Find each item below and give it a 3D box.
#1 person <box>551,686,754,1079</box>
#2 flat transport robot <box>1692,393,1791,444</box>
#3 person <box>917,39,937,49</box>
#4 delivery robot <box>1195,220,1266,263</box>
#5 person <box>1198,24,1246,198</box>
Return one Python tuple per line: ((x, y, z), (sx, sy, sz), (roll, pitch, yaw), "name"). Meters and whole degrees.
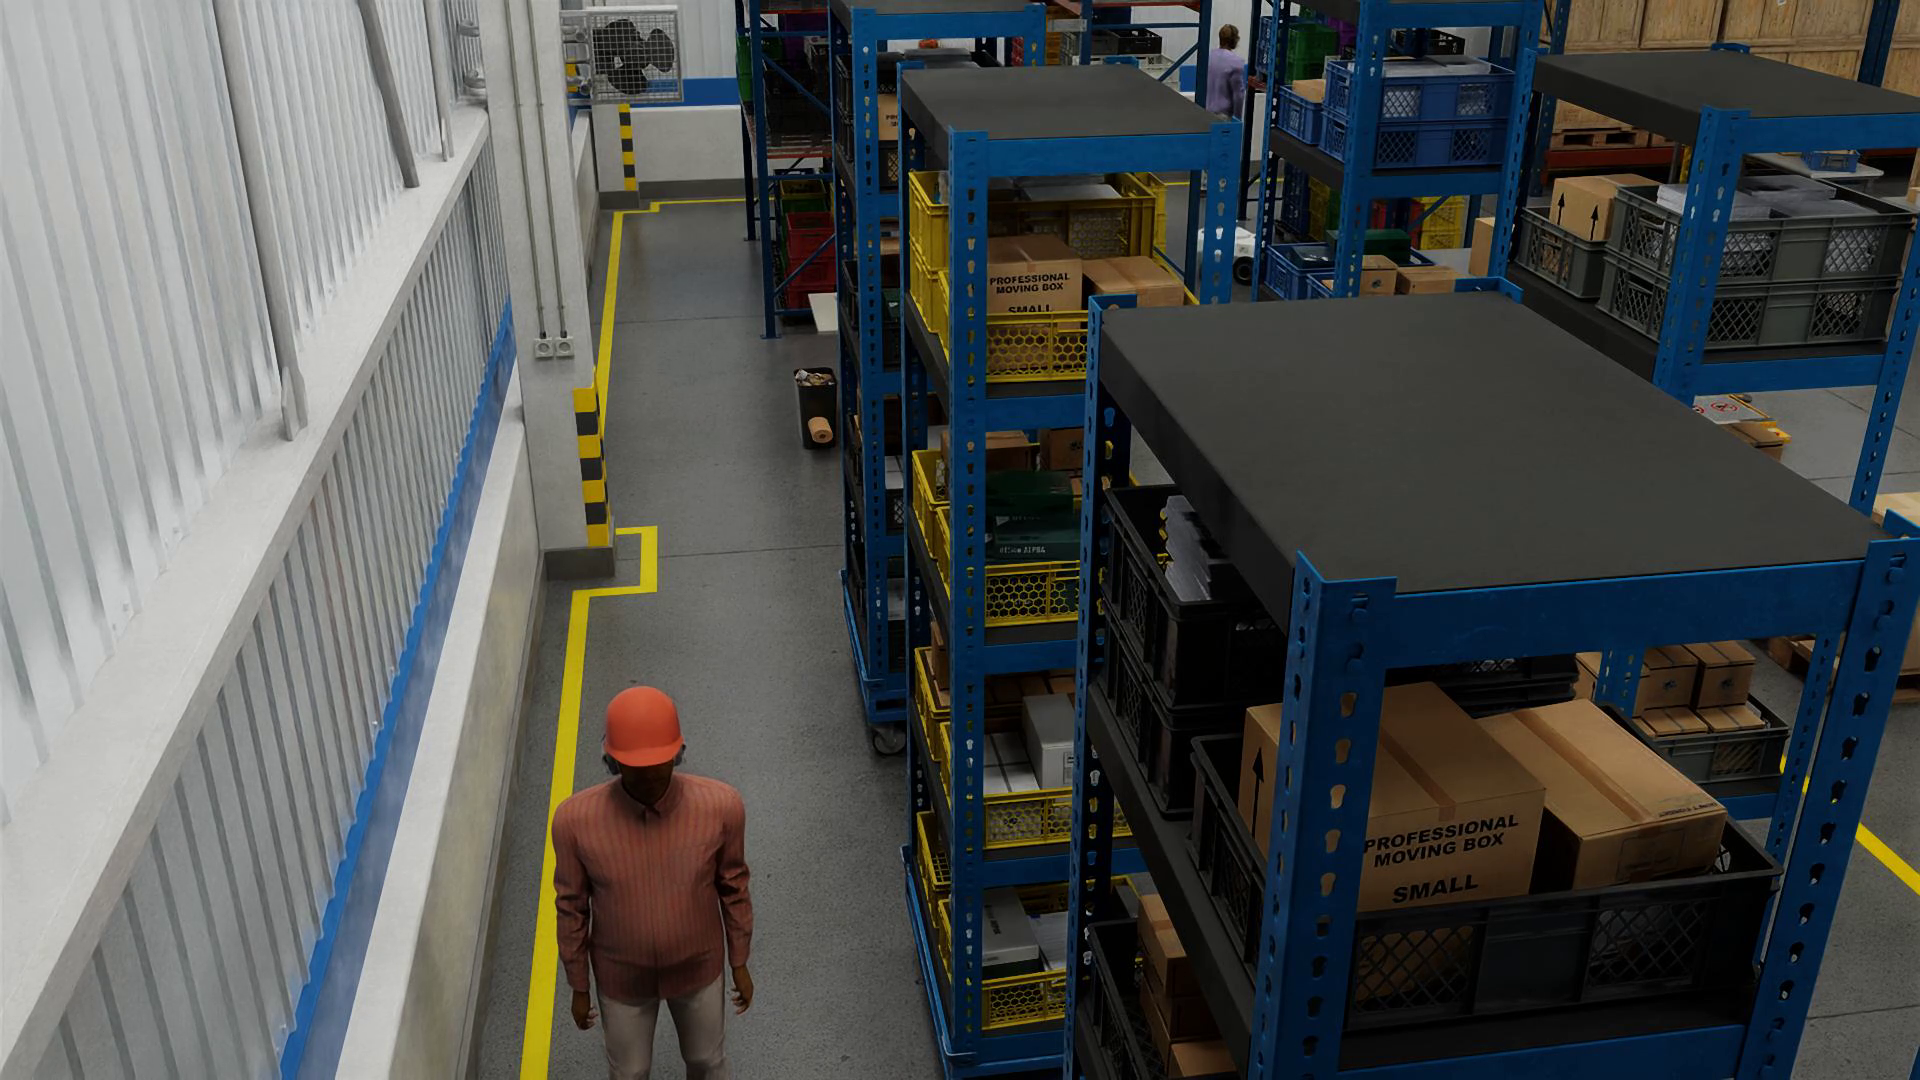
((-0.952, 1.350, 5.282), (0.612, 1.997, 0.375), (-7, 26, -14), "person")
((5.224, -0.859, 12.132), (1.431, 0.197, 0.652), (-4, 25, -8), "flat transport robot")
((-0.187, -4.623, 18.456), (0.541, 1.832, 0.607), (12, 27, 25), "person")
((2.605, -2.837, 15.987), (0.707, 0.478, 0.477), (12, 27, 25), "delivery robot")
((2.942, -4.809, 18.741), (0.349, 1.935, 0.635), (-18, 30, -34), "person")
